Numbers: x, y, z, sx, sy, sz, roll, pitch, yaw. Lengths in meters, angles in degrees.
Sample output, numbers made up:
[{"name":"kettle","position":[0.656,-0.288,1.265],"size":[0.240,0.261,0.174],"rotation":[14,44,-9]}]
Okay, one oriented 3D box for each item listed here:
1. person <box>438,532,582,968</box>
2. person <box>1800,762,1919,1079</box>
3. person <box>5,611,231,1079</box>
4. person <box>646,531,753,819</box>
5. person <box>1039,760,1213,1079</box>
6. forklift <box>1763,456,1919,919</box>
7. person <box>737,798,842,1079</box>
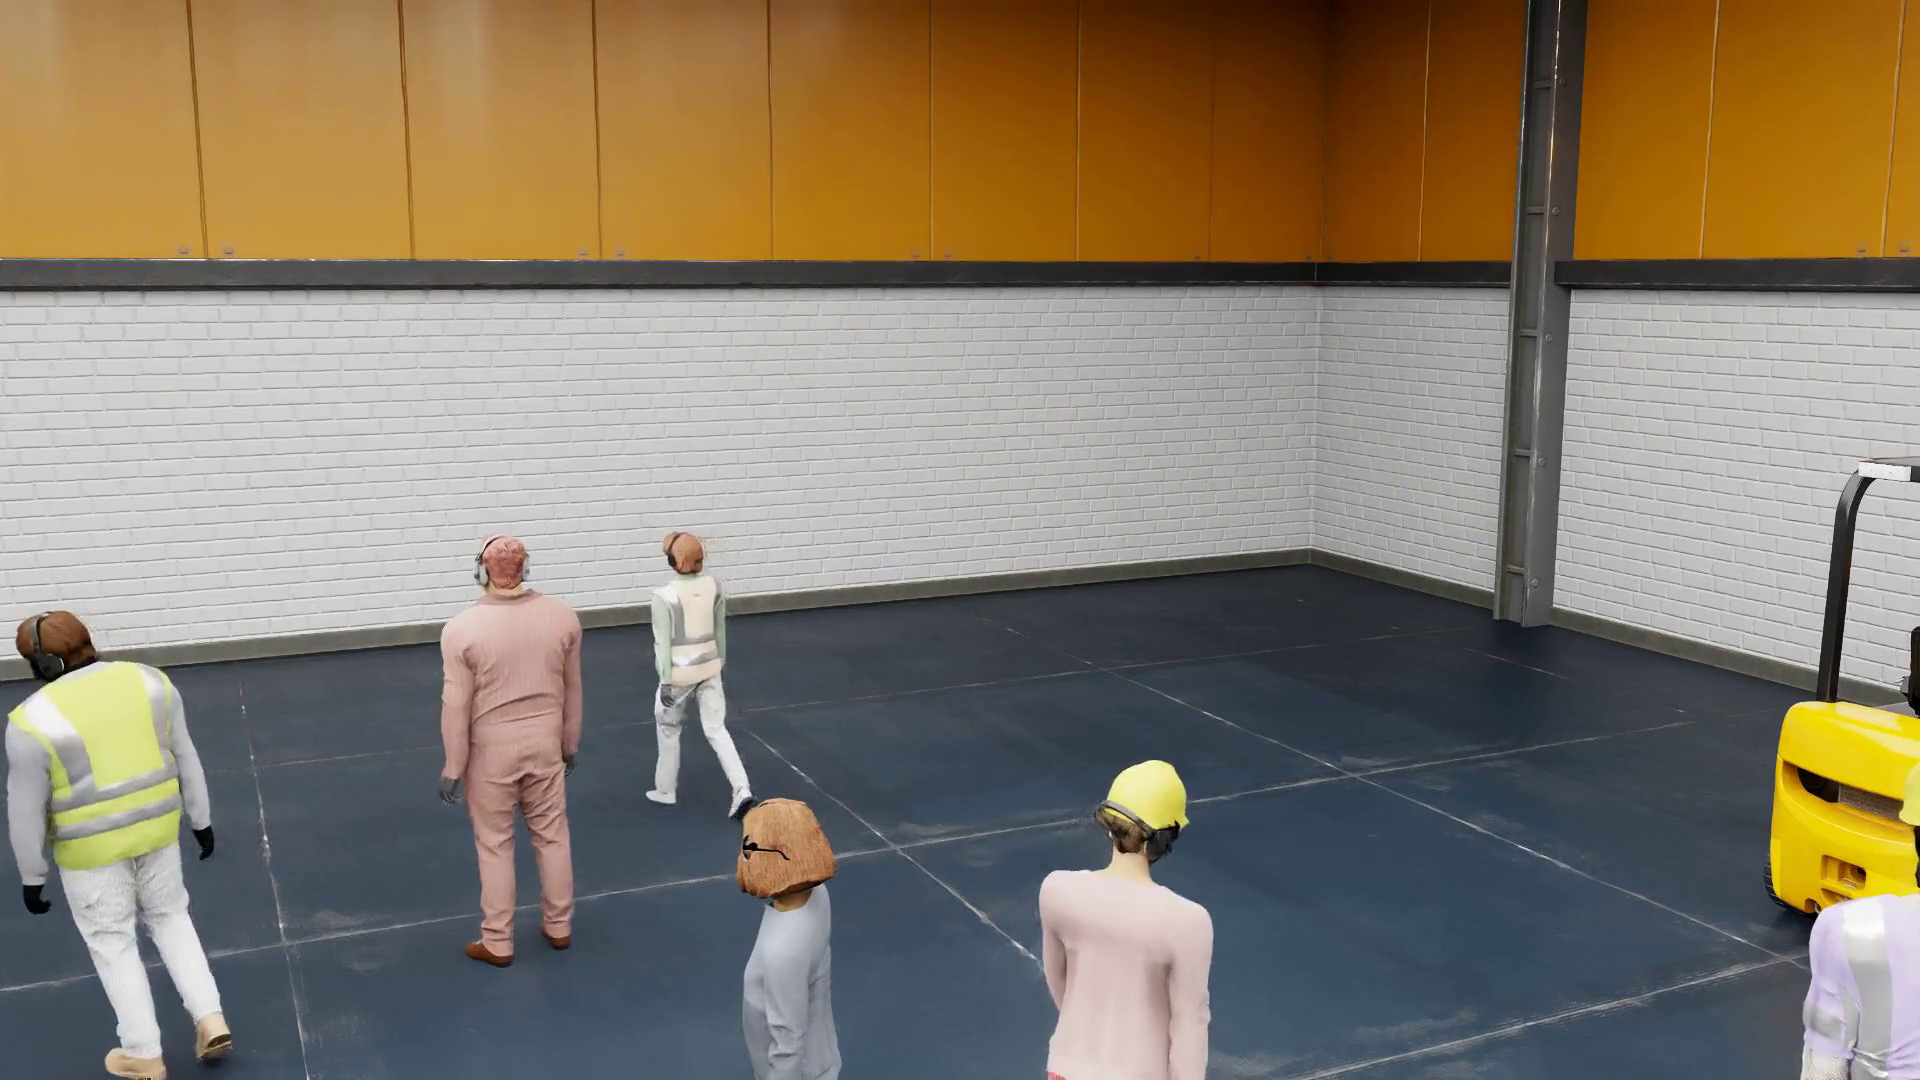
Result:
[{"name":"person","position":[-1.974,0.912,7.327],"size":[0.653,1.906,0.402],"rotation":[-8,12,-39]},{"name":"person","position":[2.292,1.447,3.951],"size":[0.594,1.922,0.386],"rotation":[3,10,15]},{"name":"person","position":[-3.132,1.151,6.181],"size":[0.596,1.802,0.668],"rotation":[6,11,34]},{"name":"person","position":[-1.457,0.751,9.267],"size":[0.811,1.605,0.526],"rotation":[9,13,43]},{"name":"person","position":[0.474,1.441,4.608],"size":[0.516,1.713,0.884],"rotation":[4,10,23]},{"name":"forklift","position":[4.857,0.731,7.561],"size":[2.313,2.155,1.214],"rotation":[-4,10,-25]},{"name":"person","position":[-0.468,1.497,4.541],"size":[0.279,1.634,0.499],"rotation":[1,9,4]}]
